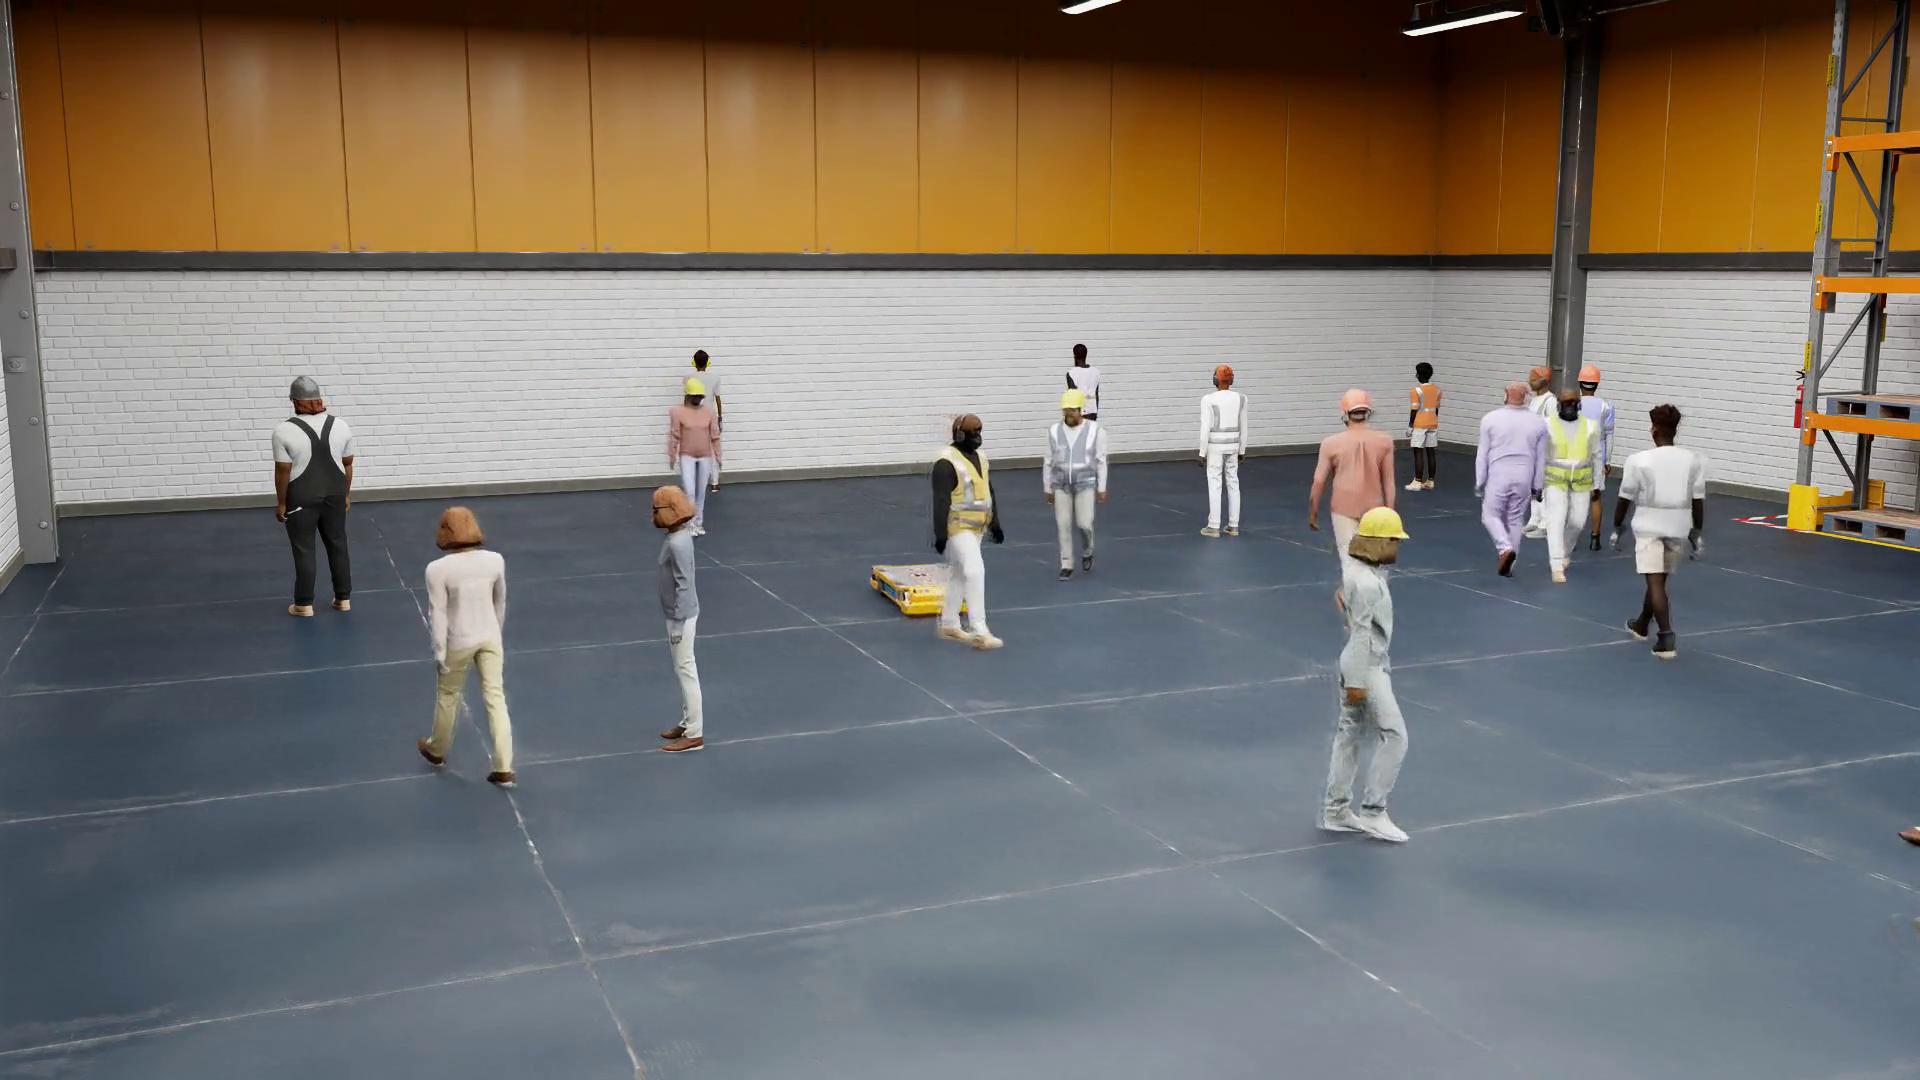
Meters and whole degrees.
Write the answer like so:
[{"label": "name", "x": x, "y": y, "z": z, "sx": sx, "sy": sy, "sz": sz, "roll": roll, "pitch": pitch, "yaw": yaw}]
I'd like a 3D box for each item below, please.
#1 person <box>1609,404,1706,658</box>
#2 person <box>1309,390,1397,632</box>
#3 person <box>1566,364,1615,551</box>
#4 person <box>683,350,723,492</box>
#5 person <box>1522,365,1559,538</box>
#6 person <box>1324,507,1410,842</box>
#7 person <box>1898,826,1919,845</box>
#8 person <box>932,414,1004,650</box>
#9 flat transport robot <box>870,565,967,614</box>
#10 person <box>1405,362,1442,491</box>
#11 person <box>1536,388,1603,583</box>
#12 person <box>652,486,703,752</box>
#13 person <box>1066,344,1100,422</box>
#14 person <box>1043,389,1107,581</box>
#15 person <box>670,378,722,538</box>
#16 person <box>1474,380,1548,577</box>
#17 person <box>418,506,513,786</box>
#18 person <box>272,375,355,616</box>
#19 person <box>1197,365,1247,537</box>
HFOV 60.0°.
[{"label": "person", "x": 5.352, "y": -0.087, "z": 12.771, "sx": 0.628, "sy": 1.913, "sz": 1.026, "roll": 0, "pitch": 9, "yaw": 0}, {"label": "person", "x": 3.190, "y": -0.260, "z": 13.682, "sx": 0.655, "sy": 1.942, "sz": 0.998, "roll": -1, "pitch": 9, "yaw": -5}, {"label": "person", "x": 6.504, "y": -0.853, "z": 17.317, "sx": 0.543, "sy": 1.939, "sz": 0.361, "roll": 2, "pitch": 10, "yaw": 13}, {"label": "person", "x": -3.376, "y": -1.555, "z": 21.791, "sx": 0.537, "sy": 1.866, "sz": 0.314, "roll": -2, "pitch": 10, "yaw": -14}, {"label": "person", "x": 6.331, "y": -0.962, "z": 18.144, "sx": 0.337, "sy": 1.883, "sz": 0.583, "roll": 0, "pitch": 9, "yaw": 0}, {"label": "person", "x": 2.162, "y": 0.689, "z": 8.573, "sx": 0.579, "sy": 1.723, "sz": 0.498, "roll": 2, "pitch": 10, "yaw": 13}, {"label": "person", "x": 5.168, "y": 0.638, "z": 8.471, "sx": 0.855, "sy": 1.870, "sz": 0.670, "roll": 1, "pitch": 9, "yaw": 8}, {"label": "person", "x": 0.142, "y": -0.069, "z": 12.929, "sx": 0.774, "sy": 1.814, "sz": 0.643, "roll": 5, "pitch": 10, "yaw": 26}, {"label": "flat transport robot", "x": -0.324, "y": 0.413, "z": 14.689, "sx": 0.652, "sy": 0.197, "sz": 1.431, "roll": -3, "pitch": 10, "yaw": -15}, {"label": "person", "x": 6.106, "y": -1.493, "z": 21.927, "sx": 0.532, "sy": 1.698, "sz": 0.319, "roll": -6, "pitch": 11, "yaw": -31}, {"label": "person", "x": 5.754, "y": -0.543, "z": 15.815, "sx": 0.627, "sy": 1.825, "sz": 0.782, "roll": 1, "pitch": 9, "yaw": 7}, {"label": "person", "x": -1.730, "y": 0.478, "z": 10.179, "sx": 0.271, "sy": 1.631, "sz": 0.507, "roll": -2, "pitch": 10, "yaw": -10}, {"label": "person", "x": 1.653, "y": -1.679, "z": 22.394, "sx": 0.591, "sy": 1.916, "sz": 0.383, "roll": -9, "pitch": 13, "yaw": -42}, {"label": "person", "x": 1.074, "y": -0.522, "z": 15.674, "sx": 0.618, "sy": 1.816, "sz": 0.431, "roll": 3, "pitch": 10, "yaw": 16}, {"label": "person", "x": -2.849, "y": -0.884, "z": 18.083, "sx": 0.546, "sy": 1.734, "sz": 0.715, "roll": -4, "pitch": 10, "yaw": -25}, {"label": "person", "x": 5.196, "y": -0.557, "z": 15.685, "sx": 0.652, "sy": 1.883, "sz": 0.582, "roll": 0, "pitch": 9, "yaw": -2}, {"label": "person", "x": -2.848, "y": 0.596, "z": 9.594, "sx": 0.521, "sy": 1.584, "sz": 0.866, "roll": -8, "pitch": 13, "yaw": -41}, {"label": "person", "x": -5.524, "y": -0.380, "z": 14.143, "sx": 0.537, "sy": 2.000, "sz": 0.678, "roll": 9, "pitch": 13, "yaw": 44}, {"label": "person", "x": 2.872, "y": -0.974, "z": 18.216, "sx": 0.584, "sy": 1.882, "sz": 0.339, "roll": -4, "pitch": 10, "yaw": -22}]
